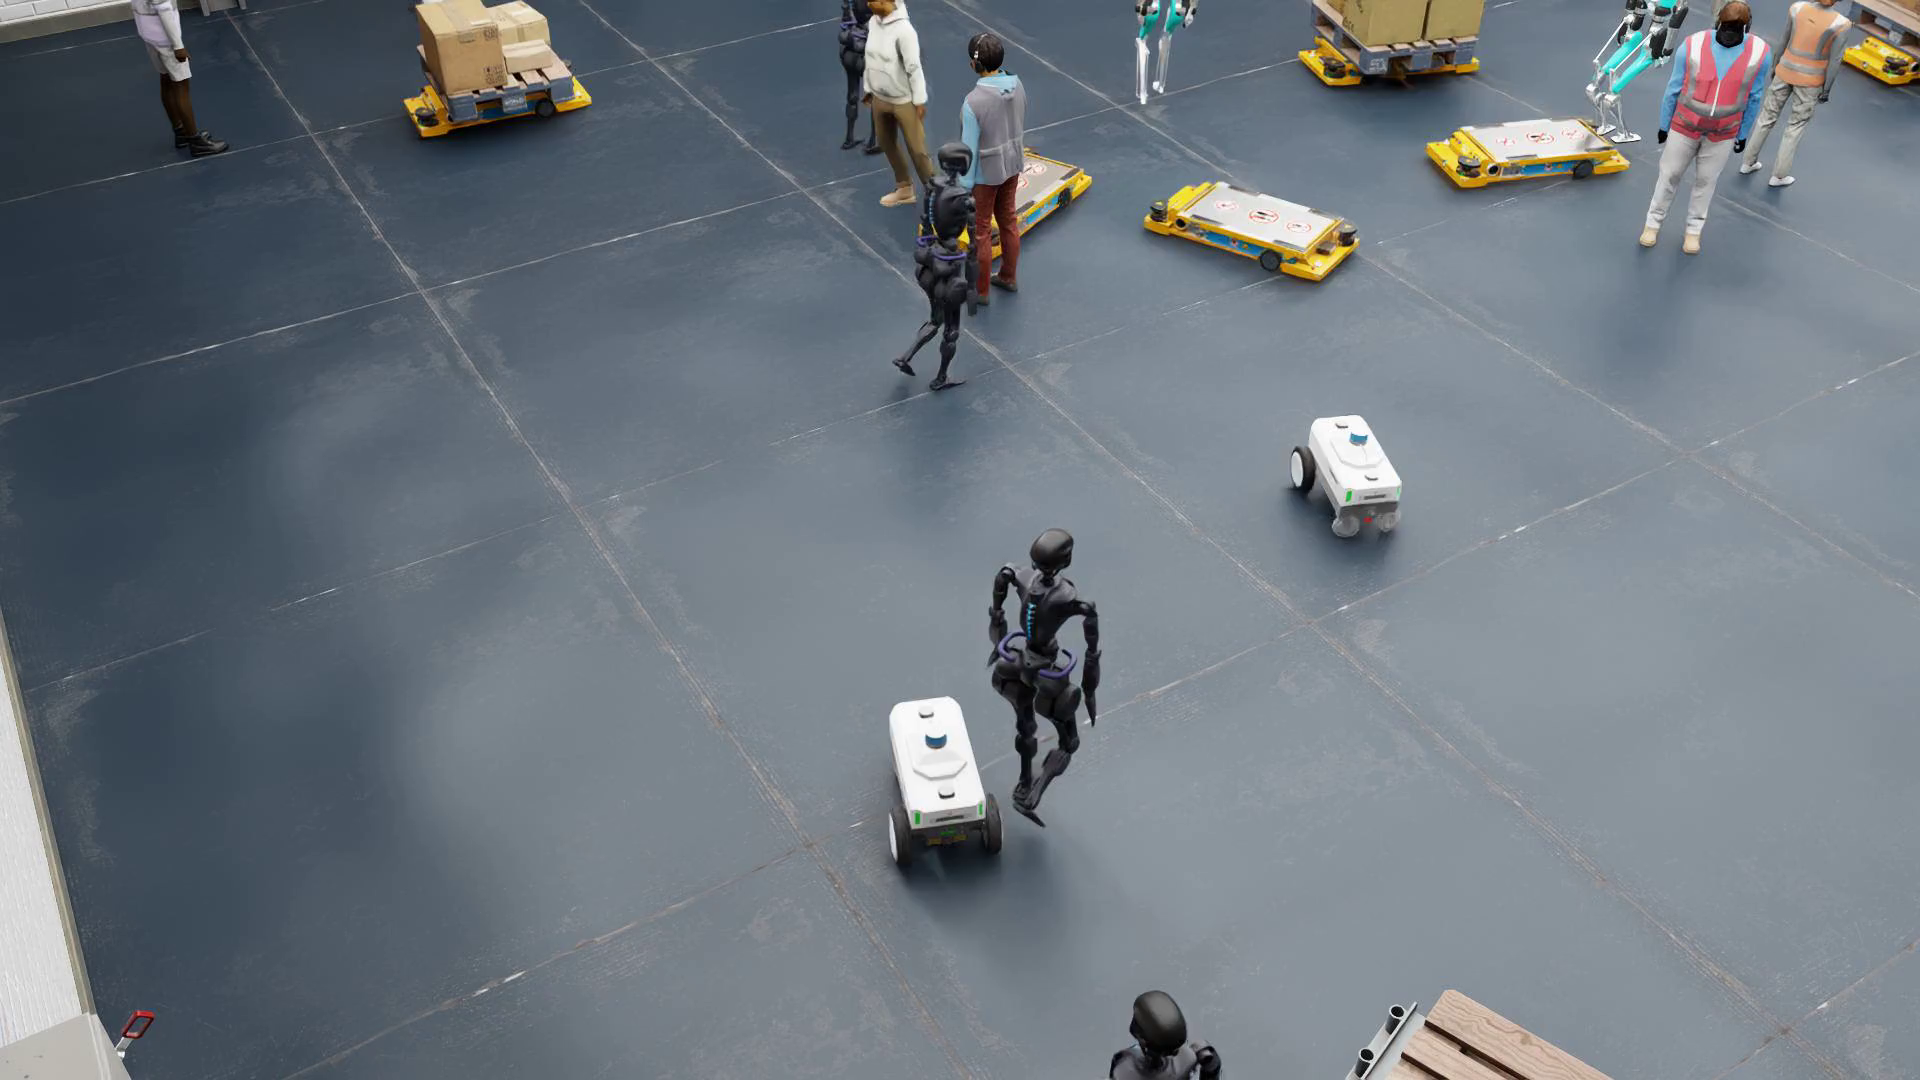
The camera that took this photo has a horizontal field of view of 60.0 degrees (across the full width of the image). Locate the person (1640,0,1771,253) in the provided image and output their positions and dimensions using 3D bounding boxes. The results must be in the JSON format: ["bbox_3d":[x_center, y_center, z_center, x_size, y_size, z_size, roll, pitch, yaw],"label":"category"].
[{"bbox_3d":[5.230,-2.893,11.690,0.628,1.837,0.431,12,40,15],"label":"person"}]

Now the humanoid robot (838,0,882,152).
[{"bbox_3d":[-0.749,-3.848,13.014,0.332,1.649,0.611,-26,45,-29],"label":"humanoid robot"}]

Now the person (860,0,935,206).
[{"bbox_3d":[-0.399,-3.216,12.176,0.718,1.727,0.374,30,47,32],"label":"person"}]

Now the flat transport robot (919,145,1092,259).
[{"bbox_3d":[0.360,-2.561,12.523,0.659,0.231,1.431,22,44,26],"label":"flat transport robot"}]

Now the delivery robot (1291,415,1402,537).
[{"bbox_3d":[2.260,-0.401,9.582,0.524,0.613,0.785,-5,39,-6],"label":"delivery robot"}]

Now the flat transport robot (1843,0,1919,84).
[{"bbox_3d":[8.624,-4.325,14.749,1.431,0.231,0.659,-11,40,-14],"label":"flat transport robot"}]

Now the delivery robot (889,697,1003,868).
[{"bbox_3d":[-0.105,1.111,7.675,0.499,0.614,0.808,-7,39,-9],"label":"delivery robot"}]

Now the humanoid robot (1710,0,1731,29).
[{"bbox_3d":[7.008,-5.150,14.623,0.831,1.794,0.596,25,45,28],"label":"humanoid robot"}]

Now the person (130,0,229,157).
[{"bbox_3d":[-6.173,-3.949,12.943,0.388,1.924,0.545,-31,48,-33],"label":"person"}]

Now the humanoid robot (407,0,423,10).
[{"bbox_3d":[-4.959,-5.627,15.268,0.568,1.646,0.610,-16,41,-19],"label":"humanoid robot"}]

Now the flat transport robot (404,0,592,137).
[{"bbox_3d":[-3.892,-3.720,13.986,1.431,0.231,0.659,-17,42,-21],"label":"flat transport robot"}]

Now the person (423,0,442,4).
[{"bbox_3d":[-4.678,-5.234,14.596,0.356,1.885,0.573,-11,40,-14],"label":"person"}]

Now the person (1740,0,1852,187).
[{"bbox_3d":[6.362,-3.483,12.593,0.311,1.629,0.515,-25,45,-28],"label":"person"}]

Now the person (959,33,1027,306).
[{"bbox_3d":[0.213,-2.443,11.086,0.415,1.873,0.534,31,48,33],"label":"person"}]

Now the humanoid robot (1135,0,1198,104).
[{"bbox_3d":[1.697,-4.498,13.793,0.548,1.772,0.816,0,38,0],"label":"humanoid robot"}]

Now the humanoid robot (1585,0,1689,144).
[{"bbox_3d":[5.212,-3.903,12.927,0.735,1.677,0.533,-19,42,-22],"label":"humanoid robot"}]

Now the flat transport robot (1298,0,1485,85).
[{"bbox_3d":[3.788,-4.280,14.692,1.431,0.231,0.659,-9,39,-11],"label":"flat transport robot"}]

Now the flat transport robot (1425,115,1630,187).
[{"bbox_3d":[4.498,-3.074,13.171,1.431,0.231,0.659,-8,39,-10],"label":"flat transport robot"}]

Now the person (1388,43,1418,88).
[{"bbox_3d":[3.781,-4.727,14.077,0.362,1.739,0.615,-4,39,-5],"label":"person"}]

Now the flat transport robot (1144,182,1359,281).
[{"bbox_3d":[2.132,-2.293,12.185,1.431,0.231,0.659,24,44,27],"label":"flat transport robot"}]

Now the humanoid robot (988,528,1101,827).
[{"bbox_3d":[0.320,0.614,7.388,0.595,1.646,0.497,24,44,27],"label":"humanoid robot"}]

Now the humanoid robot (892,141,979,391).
[{"bbox_3d":[-0.157,-1.652,10.241,0.517,1.639,0.593,-23,44,-27],"label":"humanoid robot"}]

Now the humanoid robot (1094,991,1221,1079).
[{"bbox_3d":[0.557,2.076,5.573,0.610,1.628,0.768,-17,41,-20],"label":"humanoid robot"}]
